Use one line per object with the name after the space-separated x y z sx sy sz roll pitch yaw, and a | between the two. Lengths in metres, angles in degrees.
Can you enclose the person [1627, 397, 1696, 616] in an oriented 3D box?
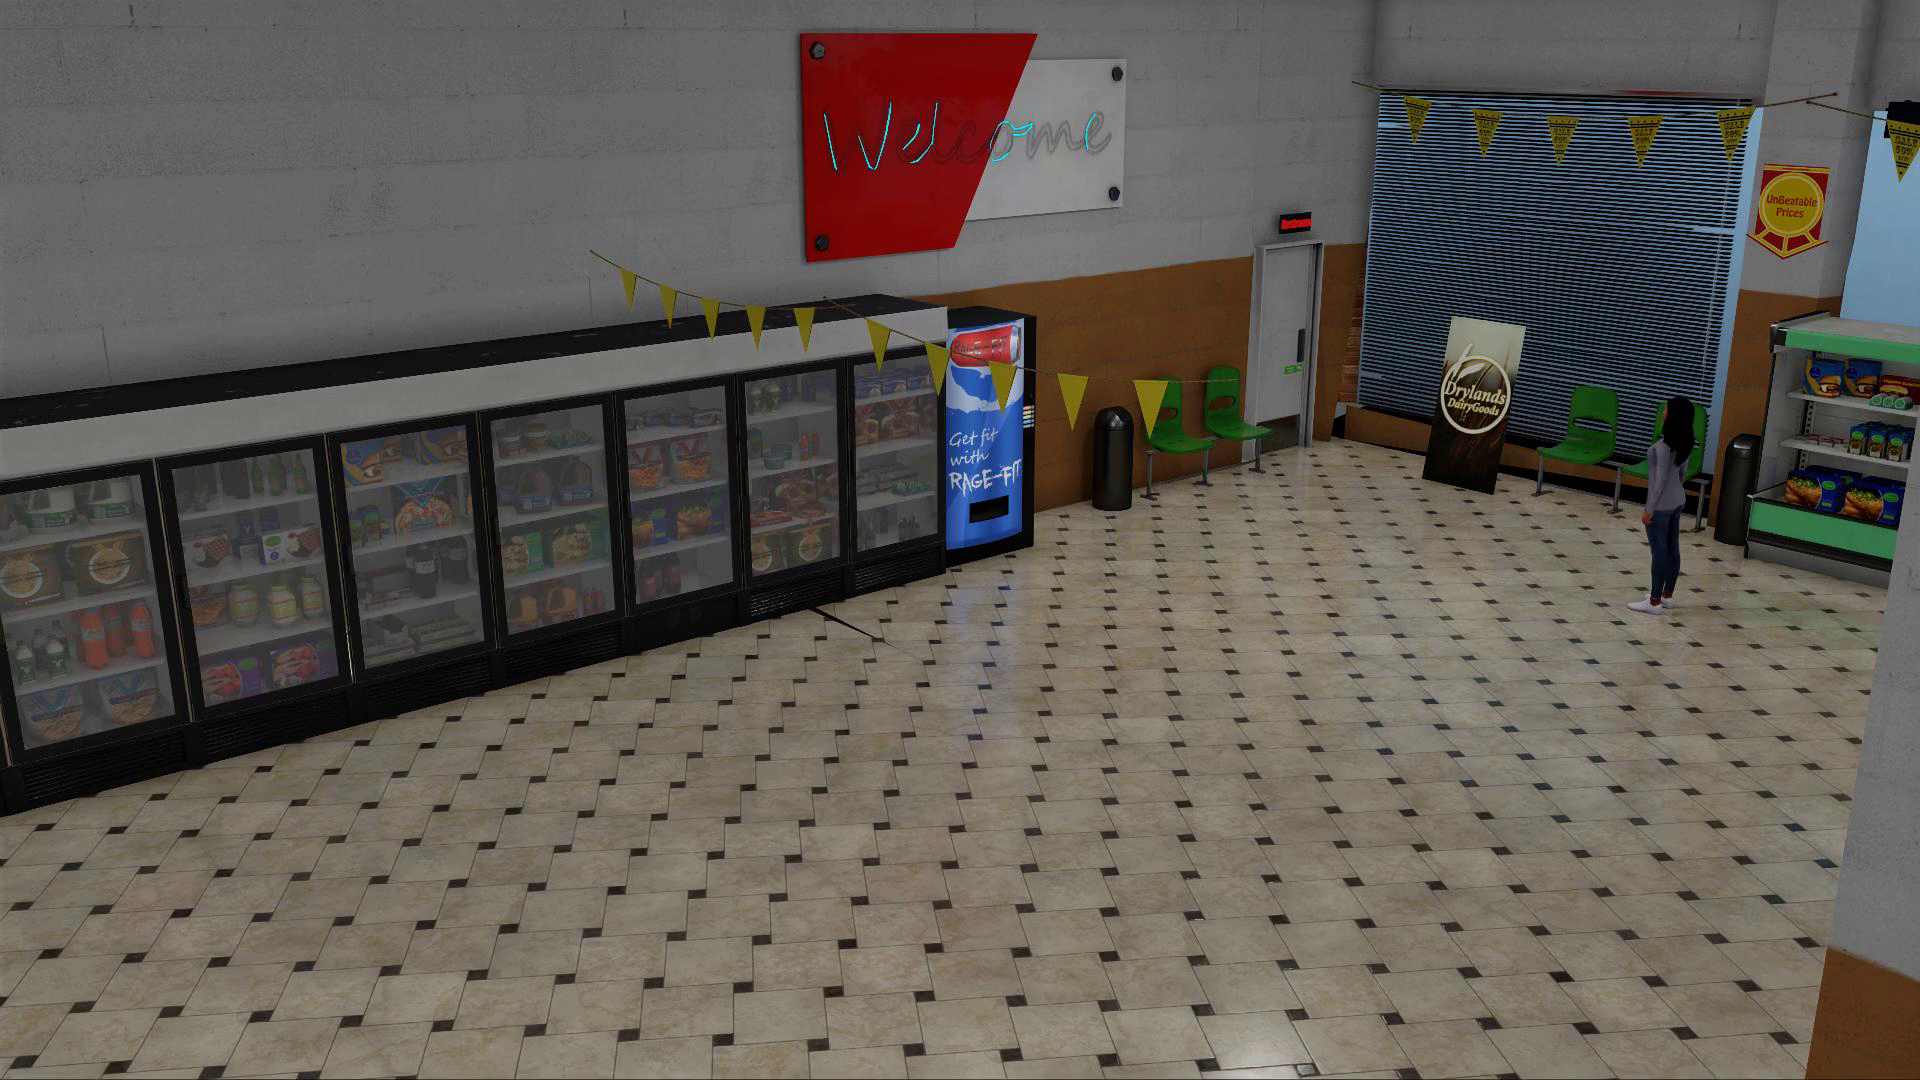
5.586 -0.275 13.132 0.598 1.735 0.508 -13 21 -38 | person
